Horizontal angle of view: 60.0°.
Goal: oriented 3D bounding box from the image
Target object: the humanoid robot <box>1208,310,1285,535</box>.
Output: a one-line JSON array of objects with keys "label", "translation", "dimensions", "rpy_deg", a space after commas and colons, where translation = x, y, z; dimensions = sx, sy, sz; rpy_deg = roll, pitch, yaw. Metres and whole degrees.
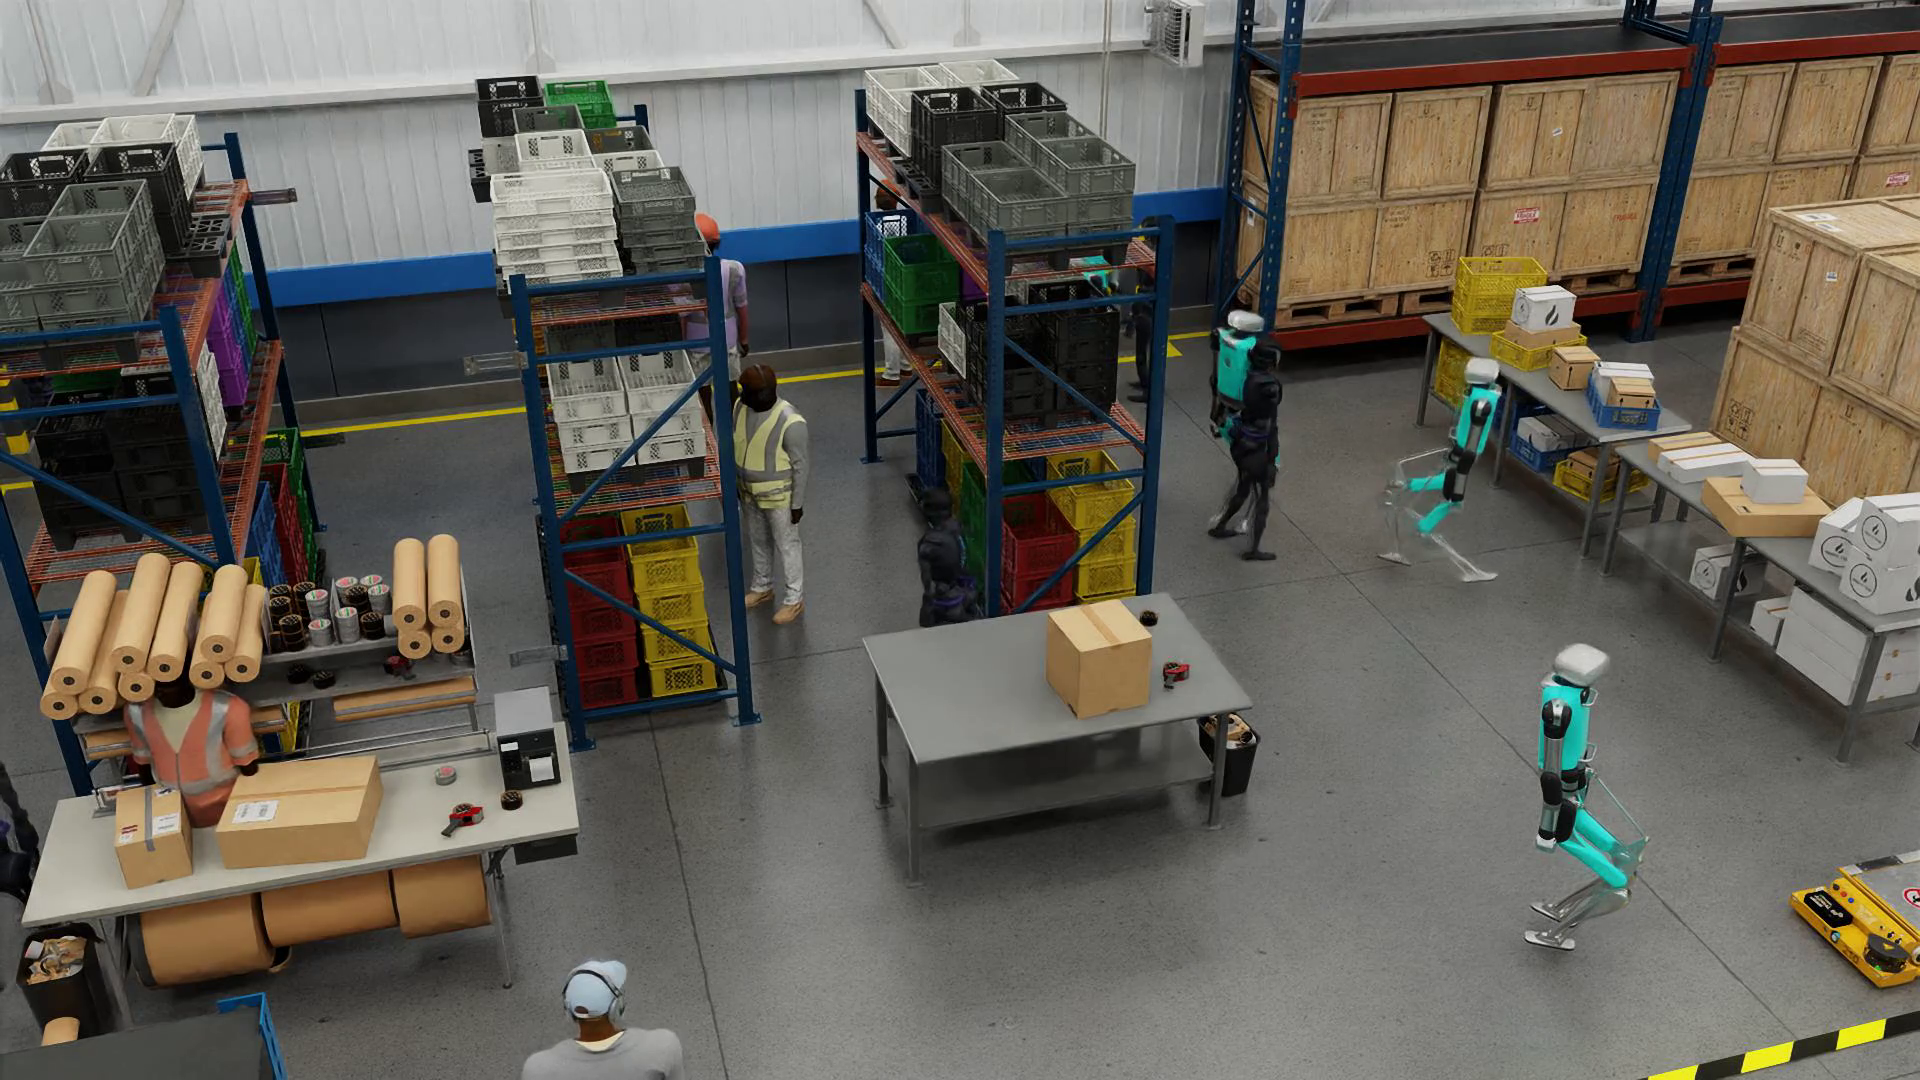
[{"label": "humanoid robot", "translation": [2.161, -0.866, 12.230], "dimensions": [0.672, 1.809, 0.536], "rpy_deg": [-17, 33, -28]}]

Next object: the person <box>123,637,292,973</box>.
[{"label": "person", "translation": [-3.663, 1.283, 8.074], "dimensions": [0.597, 1.958, 0.365], "rpy_deg": [1, 29, 2]}]

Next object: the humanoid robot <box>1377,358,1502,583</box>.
[{"label": "humanoid robot", "translation": [3.280, -0.454, 11.488], "dimensions": [1.046, 1.748, 0.560], "rpy_deg": [9, 30, 16]}]

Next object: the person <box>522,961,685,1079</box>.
[{"label": "person", "translation": [-1.297, 2.323, 6.294], "dimensions": [0.588, 1.850, 0.396], "rpy_deg": [-7, 30, -13]}]

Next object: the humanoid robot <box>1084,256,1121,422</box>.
[{"label": "humanoid robot", "translation": [1.127, -1.717, 13.830], "dimensions": [0.530, 1.830, 0.825], "rpy_deg": [-6, 29, -10]}]

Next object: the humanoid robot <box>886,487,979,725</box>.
[{"label": "humanoid robot", "translation": [-0.133, 0.412, 9.975], "dimensions": [0.699, 1.632, 0.609], "rpy_deg": [13, 31, 22]}]

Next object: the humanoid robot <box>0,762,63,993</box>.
[{"label": "humanoid robot", "translation": [-4.727, 1.482, 8.033], "dimensions": [0.615, 1.642, 0.609], "rpy_deg": [2, 29, 5]}]

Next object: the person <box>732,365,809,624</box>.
[{"label": "person", "translation": [-1.287, -0.312, 11.096], "dimensions": [0.632, 1.841, 0.429], "rpy_deg": [21, 35, 33]}]

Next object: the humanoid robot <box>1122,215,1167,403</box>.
[{"label": "humanoid robot", "translation": [1.592, -1.983, 14.304], "dimensions": [0.357, 1.654, 0.609], "rpy_deg": [13, 31, 22]}]

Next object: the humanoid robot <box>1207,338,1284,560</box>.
[{"label": "humanoid robot", "translation": [2.079, -0.672, 11.924], "dimensions": [0.396, 1.638, 0.590], "rpy_deg": [-8, 30, -14]}]

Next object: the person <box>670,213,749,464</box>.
[{"label": "person", "translation": [-1.978, -1.592, 13.219], "dimensions": [0.613, 2.041, 0.373], "rpy_deg": [-12, 31, -21]}]

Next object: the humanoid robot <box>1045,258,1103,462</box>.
[{"label": "humanoid robot", "translation": [0.858, -1.309, 13.047], "dimensions": [0.532, 1.801, 0.762], "rpy_deg": [0, 29, 0]}]

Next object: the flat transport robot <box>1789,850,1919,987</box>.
[{"label": "flat transport robot", "translation": [5.163, 1.916, 8.676], "dimensions": [1.431, 0.231, 0.659], "rpy_deg": [-8, 30, -14]}]

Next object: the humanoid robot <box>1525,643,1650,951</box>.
[{"label": "humanoid robot", "translation": [3.114, 1.310, 8.118], "dimensions": [0.735, 1.673, 0.533], "rpy_deg": [15, 32, 26]}]

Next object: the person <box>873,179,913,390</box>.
[{"label": "person", "translation": [-0.600, -2.237, 14.556], "dimensions": [0.356, 1.883, 0.573], "rpy_deg": [15, 32, 25]}]

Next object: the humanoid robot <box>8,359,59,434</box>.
[{"label": "humanoid robot", "translation": [-6.875, -0.986, 12.477], "dimensions": [0.315, 1.657, 0.599], "rpy_deg": [-15, 32, -25]}]
